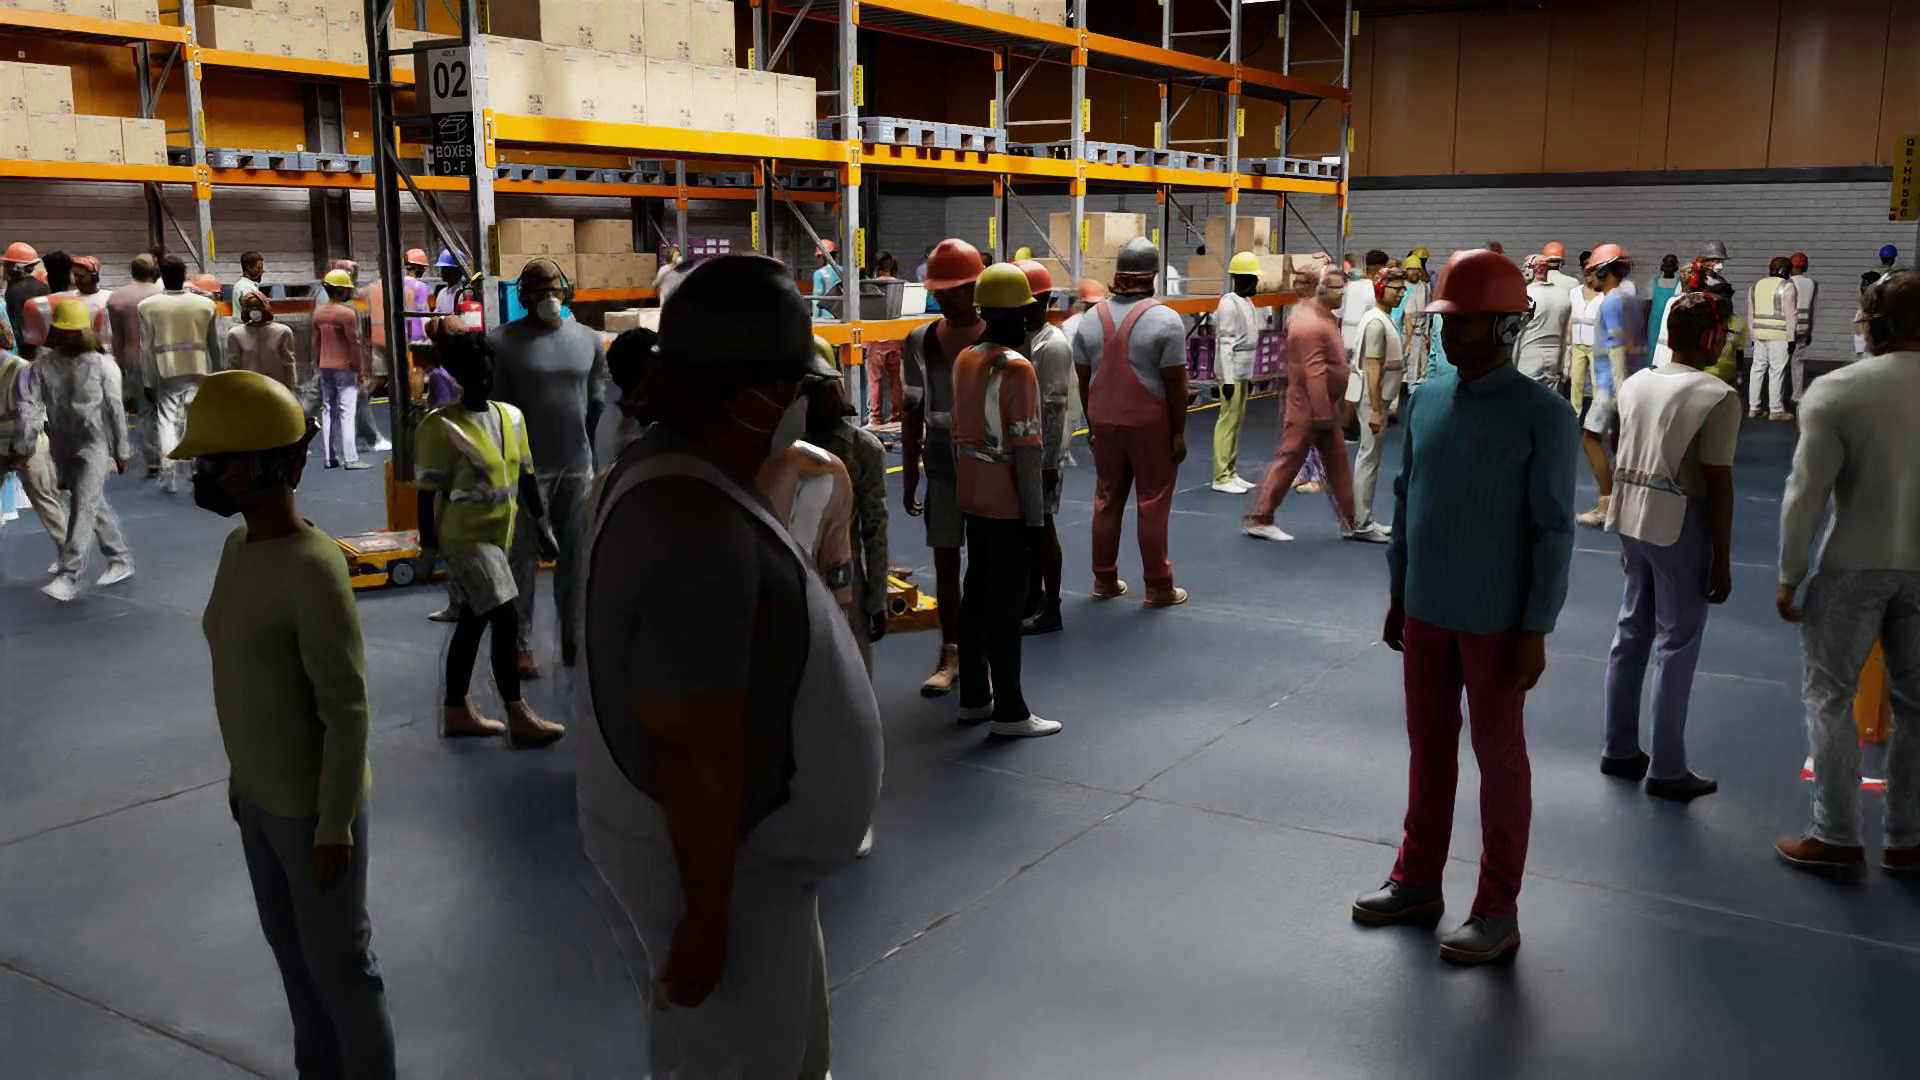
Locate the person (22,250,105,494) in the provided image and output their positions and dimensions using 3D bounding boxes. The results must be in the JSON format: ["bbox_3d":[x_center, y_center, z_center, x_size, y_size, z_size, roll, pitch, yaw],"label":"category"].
[{"bbox_3d":[-7.003,-1.284,13.014,0.805,1.940,0.630,6,12,32],"label":"person"}]

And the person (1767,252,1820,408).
[{"bbox_3d":[10.029,-2.511,20.011,0.594,1.874,0.368,-3,11,-15],"label":"person"}]

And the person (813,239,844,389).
[{"bbox_3d":[-1.704,-2.922,21.864,0.623,2.031,0.411,-10,14,-44],"label":"person"}]

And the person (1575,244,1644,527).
[{"bbox_3d":[4.617,-1.078,11.743,0.606,1.989,0.652,7,12,33],"label":"person"}]

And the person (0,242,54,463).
[{"bbox_3d":[-8.449,-1.695,15.142,0.372,1.997,0.622,0,10,2],"label":"person"}]

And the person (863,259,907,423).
[{"bbox_3d":[-0.799,-2.202,18.387,0.638,1.841,0.429,6,12,31],"label":"person"}]

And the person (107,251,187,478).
[{"bbox_3d":[-6.873,-1.479,14.156,0.633,1.926,0.430,-1,10,-7],"label":"person"}]

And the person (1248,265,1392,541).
[{"bbox_3d":[2.410,-0.892,11.081,0.963,1.852,0.648,5,11,27],"label":"person"}]

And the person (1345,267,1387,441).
[{"bbox_3d":[4.095,-1.868,16.740,0.533,1.768,0.310,8,13,39],"label":"person"}]

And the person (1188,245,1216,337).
[{"bbox_3d":[4.066,-3.946,27.765,0.643,1.939,0.530,-4,11,-21],"label":"person"}]

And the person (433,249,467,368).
[{"bbox_3d":[-4.521,-1.643,14.985,0.605,1.951,0.383,9,13,39],"label":"person"}]

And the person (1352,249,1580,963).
[{"bbox_3d":[1.437,0.187,4.725,0.377,1.995,0.608,-6,12,-31],"label":"person"}]

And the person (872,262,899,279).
[{"bbox_3d":[-1.339,-4.139,29.230,0.585,1.793,0.652,6,12,28],"label":"person"}]

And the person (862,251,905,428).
[{"bbox_3d":[-0.782,-2.098,17.642,0.598,1.906,0.404,-8,13,-37],"label":"person"}]

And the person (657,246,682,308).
[{"bbox_3d":[-4.104,-3.227,23.796,0.372,1.940,0.630,2,10,10],"label":"person"}]

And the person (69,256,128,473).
[{"bbox_3d":[-7.526,-1.518,14.475,0.572,1.886,0.355,-1,10,-3],"label":"person"}]

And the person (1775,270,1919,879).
[{"bbox_3d":[2.997,0.128,5.258,0.787,1.932,0.424,2,10,9],"label":"person"}]

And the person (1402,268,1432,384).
[{"bbox_3d":[6.485,-3.029,23.539,0.271,1.632,0.508,-2,10,-10],"label":"person"}]

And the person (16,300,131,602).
[{"bbox_3d":[-5.015,-0.513,9.446,0.490,1.683,0.952,1,10,6],"label":"person"}]

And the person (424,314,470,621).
[{"bbox_3d":[-2.677,-0.388,8.923,0.313,1.631,0.523,2,10,8],"label":"person"}]

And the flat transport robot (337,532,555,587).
[{"bbox_3d":[-3.169,0.073,10.133,1.431,0.197,0.652,-7,12,-34],"label":"flat transport robot"}]

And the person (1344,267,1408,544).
[{"bbox_3d":[2.792,-0.908,11.210,0.390,1.841,0.564,3,11,17],"label":"person"}]

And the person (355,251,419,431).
[{"bbox_3d":[-5.980,-2.049,17.293,0.652,1.932,0.828,4,11,22],"label":"person"}]

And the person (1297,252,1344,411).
[{"bbox_3d":[3.663,-1.985,17.044,0.395,1.901,0.642,-8,13,-36],"label":"person"}]

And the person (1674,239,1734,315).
[{"bbox_3d":[7.683,-2.074,17.122,0.681,2.000,0.535,-6,12,-29],"label":"person"}]

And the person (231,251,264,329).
[{"bbox_3d":[-7.491,-2.083,17.552,0.395,1.909,0.597,-5,11,-26],"label":"person"}]

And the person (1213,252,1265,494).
[{"bbox_3d":[2.243,-1.341,13.378,0.388,1.926,0.590,5,11,25],"label":"person"}]

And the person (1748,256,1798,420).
[{"bbox_3d":[9.223,-2.281,18.844,0.429,1.837,0.621,-4,11,-21],"label":"person"}]

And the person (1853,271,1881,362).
[{"bbox_3d":[9.792,-2.043,17.926,0.318,1.690,0.528,2,11,13],"label":"person"}]

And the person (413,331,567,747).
[{"bbox_3d":[-1.843,0.010,6.610,0.656,1.667,0.524,2,10,12],"label":"person"}]

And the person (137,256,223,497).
[{"bbox_3d":[-6.225,-1.307,13.287,0.611,1.887,0.779,-6,12,-31],"label":"person"}]
